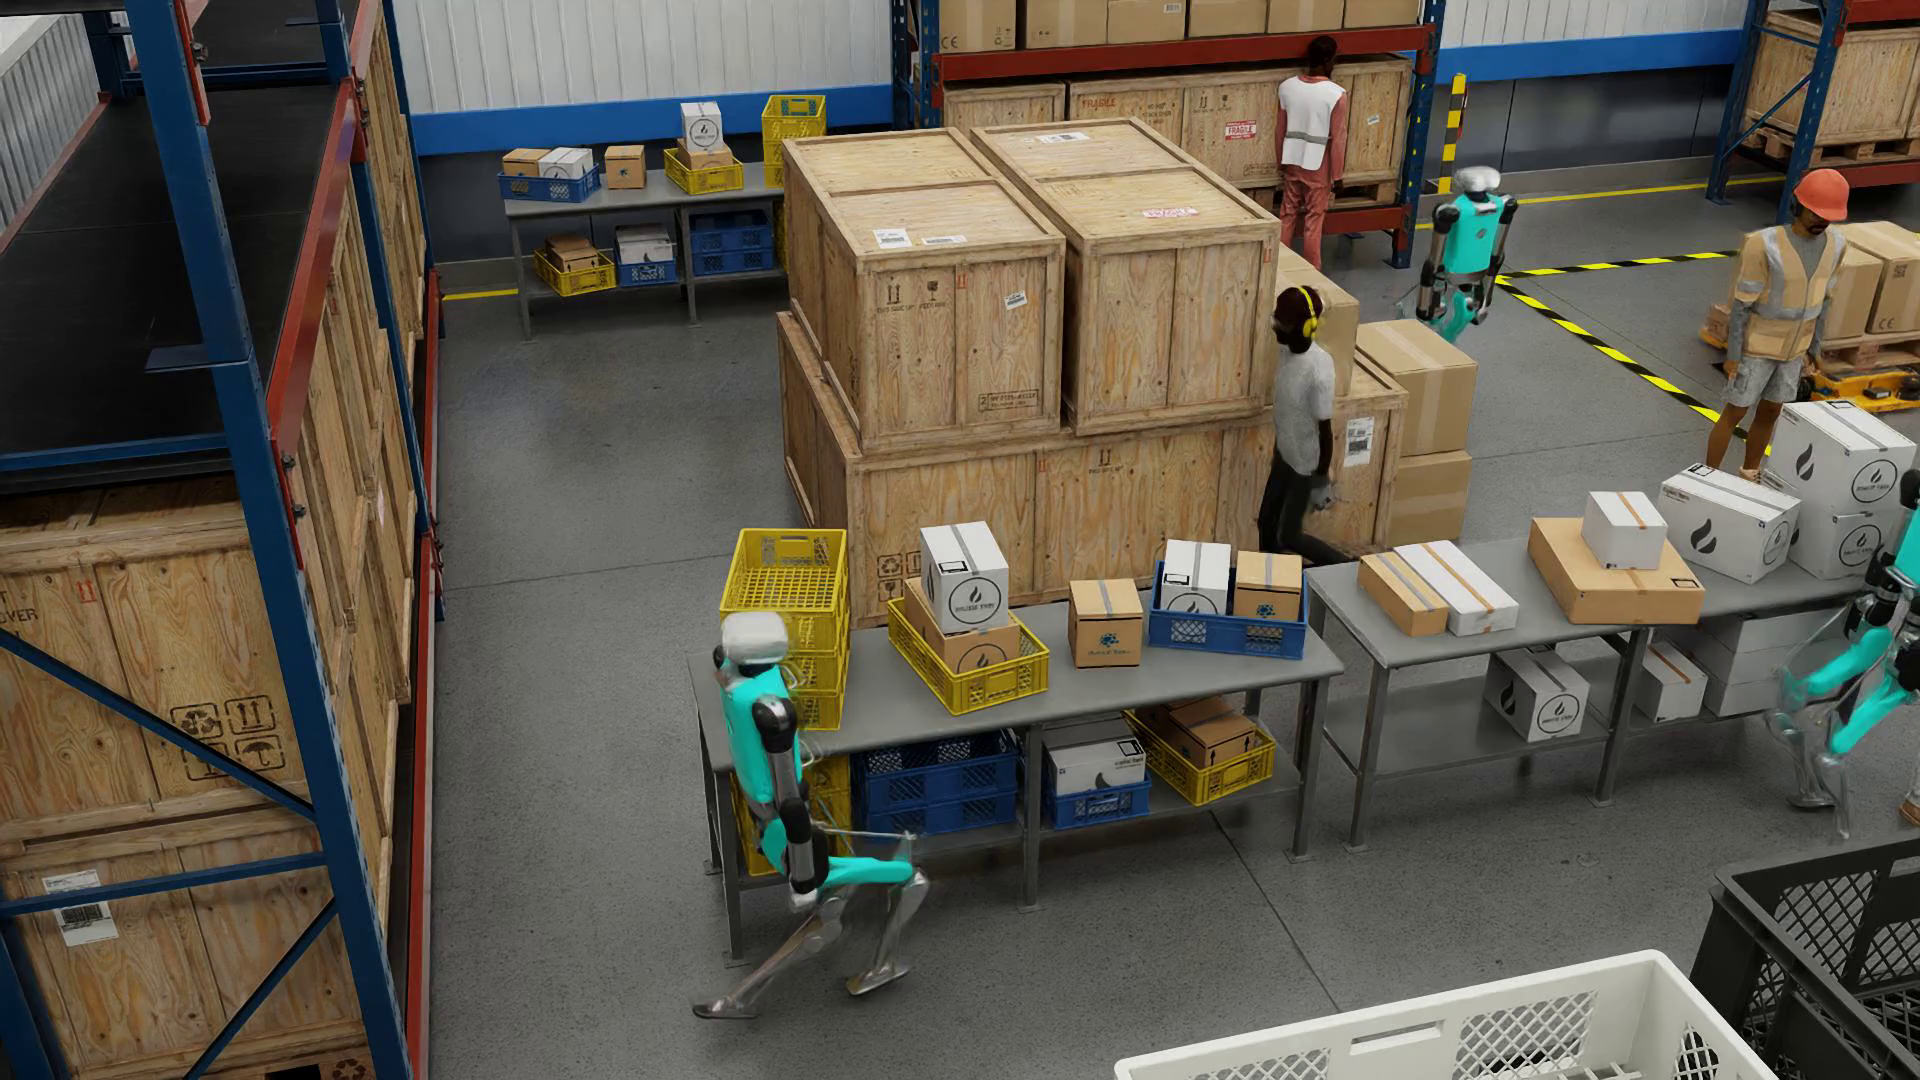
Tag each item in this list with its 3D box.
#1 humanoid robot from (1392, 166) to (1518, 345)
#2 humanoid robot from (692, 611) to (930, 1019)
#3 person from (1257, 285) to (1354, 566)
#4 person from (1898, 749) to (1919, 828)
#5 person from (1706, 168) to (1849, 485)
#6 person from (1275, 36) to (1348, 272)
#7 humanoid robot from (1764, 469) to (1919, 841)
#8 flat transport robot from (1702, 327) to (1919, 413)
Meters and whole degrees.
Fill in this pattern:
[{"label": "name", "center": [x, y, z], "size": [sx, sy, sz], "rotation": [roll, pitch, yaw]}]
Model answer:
[{"label": "humanoid robot", "center": [2.969, -1.515, 10.363], "size": [0.561, 1.783, 0.817], "rotation": [-9, 30, -16]}, {"label": "humanoid robot", "center": [-0.479, 0.995, 5.809], "size": [1.022, 1.744, 0.551], "rotation": [-13, 31, -22]}, {"label": "person", "center": [1.728, -0.400, 8.210], "size": [0.633, 1.846, 0.533], "rotation": [-7, 30, -13]}, {"label": "person", "center": [4.291, 0.400, 6.773], "size": [0.630, 1.834, 0.429], "rotation": [-13, 32, -23]}, {"label": "person", "center": [4.536, -1.067, 9.226], "size": [0.605, 2.034, 0.389], "rotation": [-6, 29, -10]}, {"label": "person", "center": [2.614, -2.804, 12.503], "size": [0.588, 1.913, 0.391], "rotation": [25, 37, 37]}, {"label": "humanoid robot", "center": [3.654, 0.466, 6.756], "size": [0.679, 1.801, 0.550], "rotation": [-5, 29, -9]}, {"label": "flat transport robot", "center": [5.808, -1.238, 11.335], "size": [0.652, 0.197, 1.431], "rotation": [-7, 30, -13]}]
